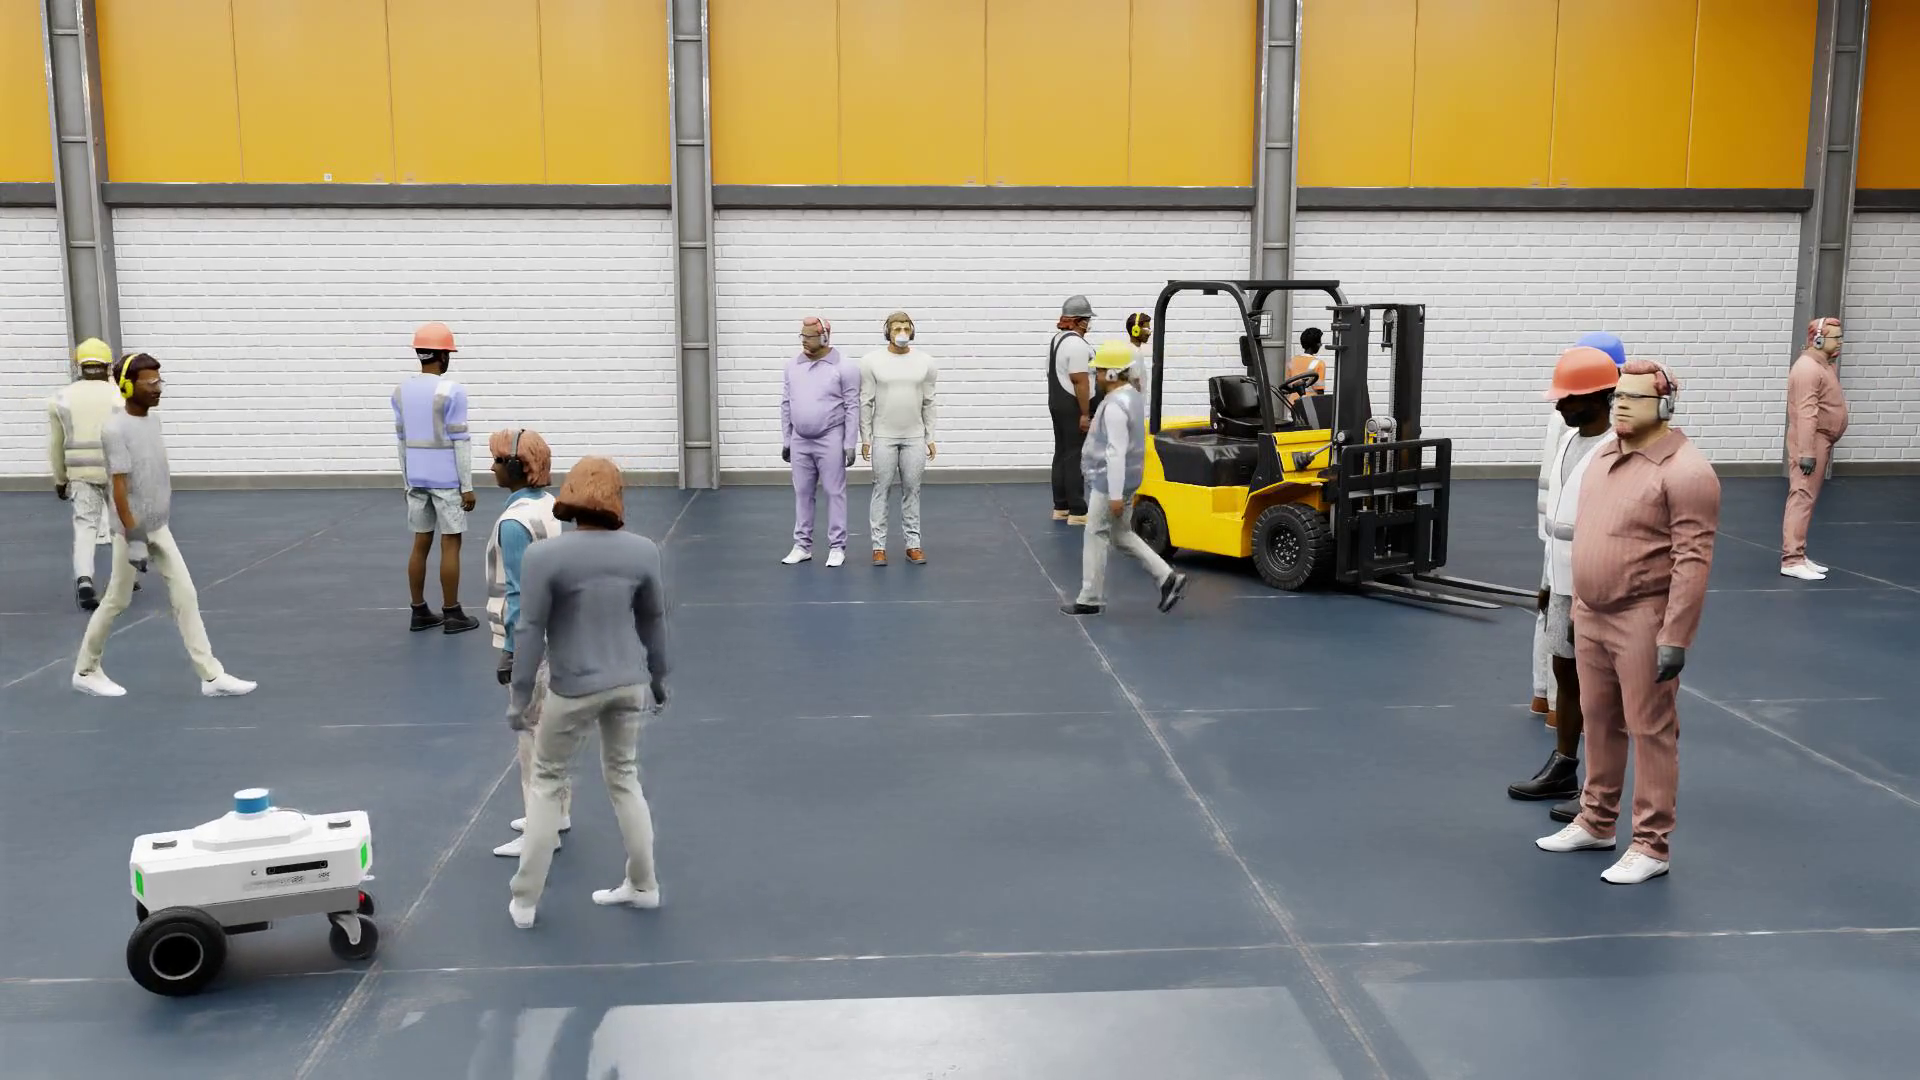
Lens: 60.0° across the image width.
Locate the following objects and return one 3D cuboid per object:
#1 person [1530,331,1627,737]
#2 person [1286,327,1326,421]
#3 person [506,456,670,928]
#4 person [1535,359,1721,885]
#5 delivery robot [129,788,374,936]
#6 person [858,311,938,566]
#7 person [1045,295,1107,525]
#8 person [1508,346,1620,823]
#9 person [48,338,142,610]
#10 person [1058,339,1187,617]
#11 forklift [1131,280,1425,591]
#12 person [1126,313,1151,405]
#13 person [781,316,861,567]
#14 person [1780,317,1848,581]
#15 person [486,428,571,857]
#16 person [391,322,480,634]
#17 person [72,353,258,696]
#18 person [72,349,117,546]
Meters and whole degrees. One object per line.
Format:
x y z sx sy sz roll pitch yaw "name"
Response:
3.006 -0.034 8.063 0.406 1.946 0.608 1 9 8 "person"
3.511 -1.304 16.847 0.318 1.691 0.532 -5 10 -30 "person"
-1.276 0.511 5.736 0.587 1.598 0.357 -7 12 -39 "person"
2.449 0.292 6.128 0.407 1.913 0.641 -3 9 -16 "person"
-2.265 1.045 5.354 0.707 0.478 0.477 -4 10 -22 "delivery robot"
-0.470 -0.772 12.727 0.632 1.940 0.372 -3 9 -16 "person"
1.064 -1.164 14.867 0.536 2.000 0.672 -3 9 -17 "person"
2.520 0.182 6.767 0.374 1.928 0.542 -2 9 -12 "person"
-5.779 -0.450 11.147 0.608 1.803 0.868 -2 9 -12 "person"
1.045 -0.381 10.672 0.750 1.813 0.599 3 10 19 "person"
2.301 -0.860 12.475 1.214 2.155 2.313 -6 11 -35 "forklift"
1.620 -1.184 15.546 0.313 1.865 0.528 -1 9 -9 "person"
-1.084 -0.743 12.658 0.640 1.904 0.401 4 10 23 "person"
6.265 -0.670 12.189 0.404 1.906 0.652 5 11 31 "person"
-1.647 0.388 6.380 0.307 1.641 0.512 0 9 -2 "person"
-3.232 -0.379 10.311 0.541 1.930 0.386 4 10 26 "person"
-4.245 -0.056 8.640 1.001 1.814 0.536 1 9 6 "person"
-7.063 -0.771 13.655 0.310 1.640 0.514 2 9 15 "person"
